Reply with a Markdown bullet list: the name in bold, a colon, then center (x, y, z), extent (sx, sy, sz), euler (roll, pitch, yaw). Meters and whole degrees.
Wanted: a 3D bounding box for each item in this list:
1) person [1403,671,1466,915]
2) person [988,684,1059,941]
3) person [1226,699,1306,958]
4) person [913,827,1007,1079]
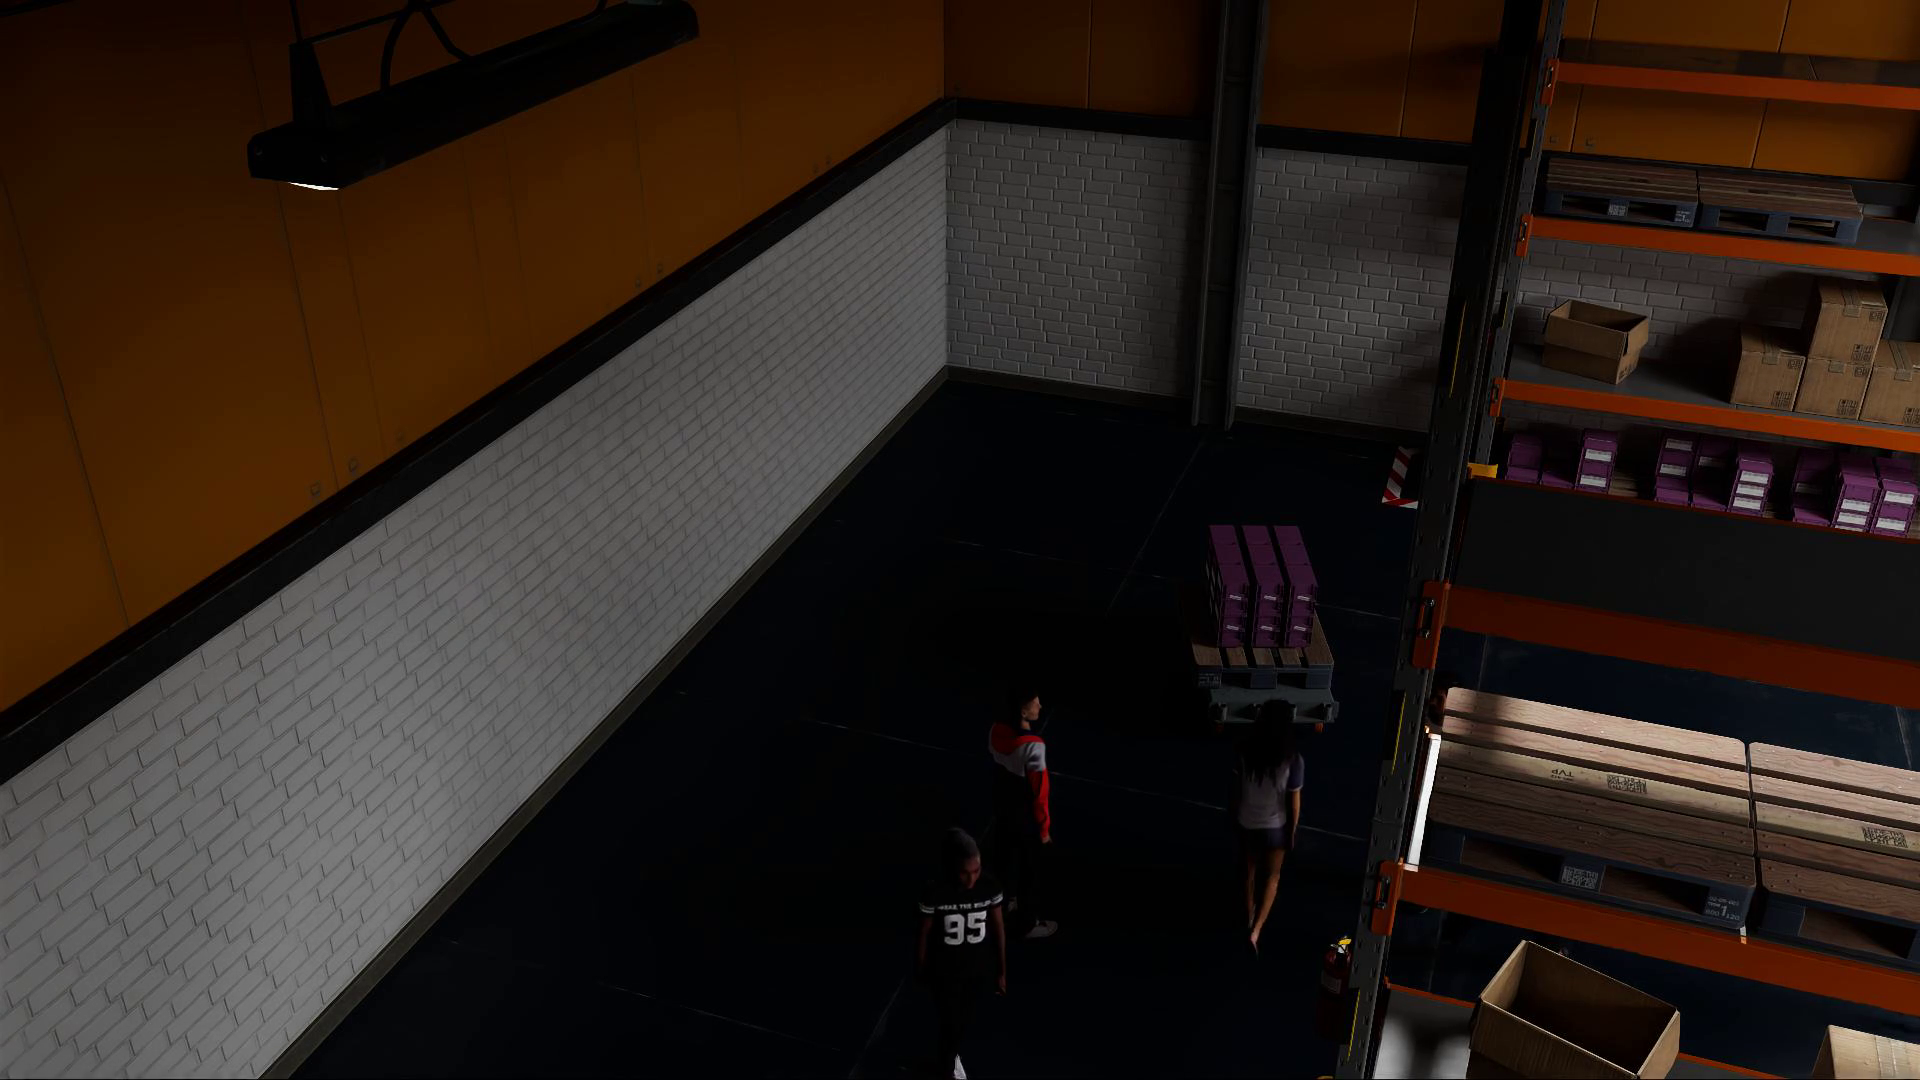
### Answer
- **person**: center (2.916, 1.532, 10.315), extent (0.761, 1.722, 0.640), euler (-23, 36, -36)
- **person**: center (0.353, 1.640, 10.079), extent (0.780, 1.757, 0.671), euler (-20, 34, -32)
- **person**: center (1.786, 1.743, 9.933), extent (0.811, 1.718, 0.639), euler (10, 30, 17)
- **person**: center (-0.036, 2.244, 9.013), extent (0.827, 1.718, 0.882), euler (-9, 30, -16)
